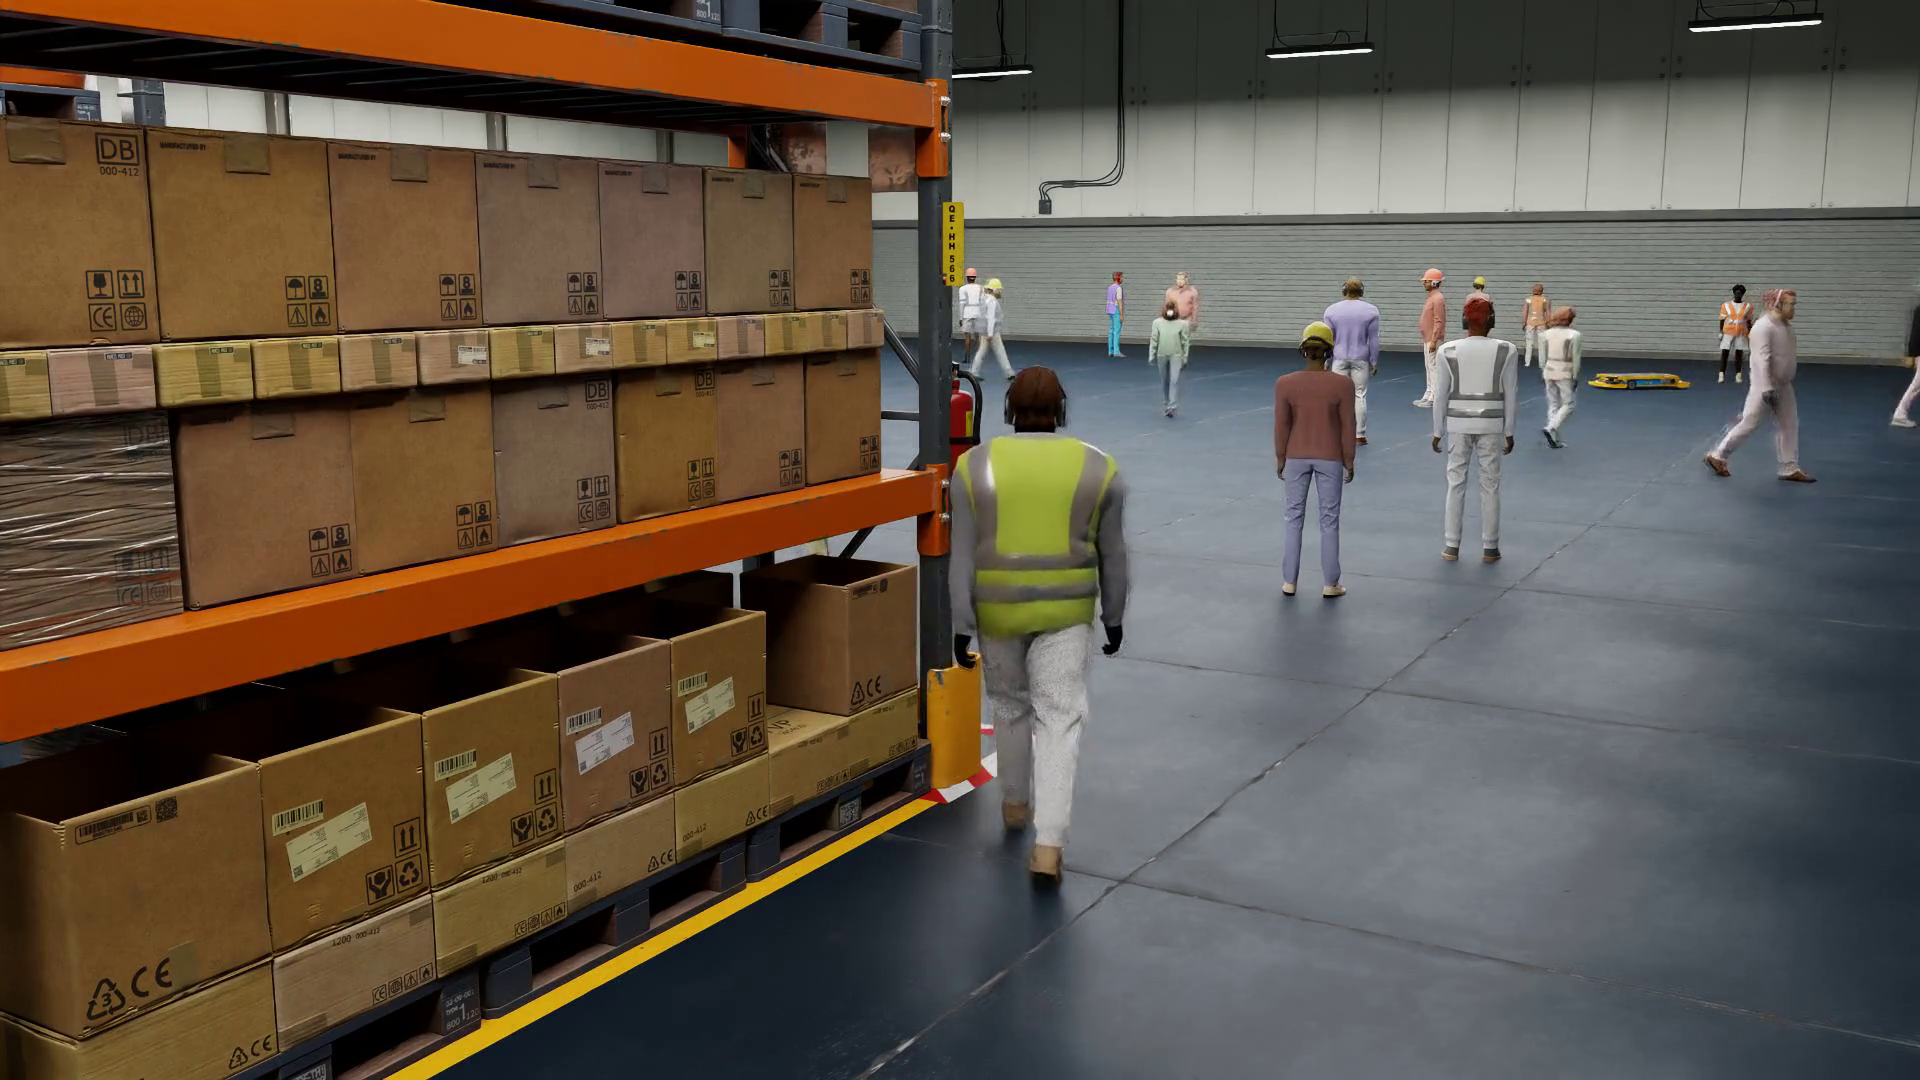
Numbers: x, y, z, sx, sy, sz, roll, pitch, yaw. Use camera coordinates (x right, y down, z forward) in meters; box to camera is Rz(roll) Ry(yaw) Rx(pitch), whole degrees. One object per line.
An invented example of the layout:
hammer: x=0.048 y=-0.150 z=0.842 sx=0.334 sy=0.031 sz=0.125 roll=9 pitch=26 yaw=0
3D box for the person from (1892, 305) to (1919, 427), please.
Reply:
person: x=12.240 y=-2.349 z=20.901 sx=0.631 sy=1.938 sz=1.002 roll=-7 pitch=12 yaw=-35

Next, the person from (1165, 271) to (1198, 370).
person: x=4.231 y=-4.197 z=31.884 sx=0.644 sy=1.887 sz=0.545 roll=3 pitch=10 yaw=15

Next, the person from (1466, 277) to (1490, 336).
person: x=10.207 y=-4.295 z=32.780 sx=0.523 sy=1.772 sz=0.302 roll=9 pitch=13 yaw=43

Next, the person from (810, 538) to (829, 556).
person: x=-0.958 y=-0.572 z=11.464 sx=0.510 sy=1.607 sz=0.760 roll=-3 pitch=10 yaw=-17

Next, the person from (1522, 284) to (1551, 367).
person: x=11.331 y=-4.217 z=32.710 sx=0.523 sy=1.636 sz=0.311 roll=3 pitch=10 yaw=18

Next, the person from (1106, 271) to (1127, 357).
person: x=3.356 y=-4.854 z=35.818 sx=0.390 sy=1.850 sz=0.565 roll=-3 pitch=10 yaw=-19

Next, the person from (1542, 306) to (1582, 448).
person: x=6.732 y=-1.822 z=18.731 sx=0.475 sy=1.622 sz=0.520 roll=-6 pitch=12 yaw=-33

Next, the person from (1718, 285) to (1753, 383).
person: x=13.286 y=-3.528 z=28.513 sx=0.531 sy=1.692 sz=0.320 roll=3 pitch=10 yaw=17

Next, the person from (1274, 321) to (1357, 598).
person: x=2.264 y=-0.507 z=10.619 sx=0.523 sy=1.767 sz=0.313 roll=4 pitch=10 yaw=21

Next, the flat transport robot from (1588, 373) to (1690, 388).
flat transport robot: x=11.191 y=-2.630 z=27.410 sx=1.431 sy=0.197 sz=0.652 roll=-2 pitch=10 yaw=-10

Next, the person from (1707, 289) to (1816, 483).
person: x=7.837 y=-1.510 z=16.185 sx=0.646 sy=1.868 sz=0.951 roll=-7 pitch=12 yaw=-35

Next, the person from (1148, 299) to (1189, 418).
person: x=2.806 y=-2.436 z=22.423 sx=0.505 sy=1.590 sz=0.859 roll=3 pitch=10 yaw=19

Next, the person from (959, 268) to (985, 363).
person: x=0.230 y=-4.554 z=33.803 sx=0.545 sy=1.938 sz=0.356 roll=-4 pitch=10 yaw=-22

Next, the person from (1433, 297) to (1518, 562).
person: x=3.674 y=-0.783 z=11.880 sx=0.573 sy=1.885 sz=0.357 roll=3 pitch=10 yaw=18

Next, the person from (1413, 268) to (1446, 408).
person: x=6.790 y=-2.901 z=23.960 sx=0.377 sy=1.995 sz=0.608 roll=1 pitch=10 yaw=6

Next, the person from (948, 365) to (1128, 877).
person: x=0.285 y=0.269 z=6.003 sx=0.644 sy=1.795 sz=0.972 roll=0 pitch=10 yaw=2

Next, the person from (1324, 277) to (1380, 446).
person: x=4.495 y=-2.050 z=19.140 sx=0.635 sy=1.939 sz=0.361 roll=2 pitch=10 yaw=14

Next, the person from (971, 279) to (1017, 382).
person: x=0.595 y=-3.600 z=28.672 sx=0.952 sy=1.782 sz=0.607 roll=-2 pitch=10 yaw=-13
